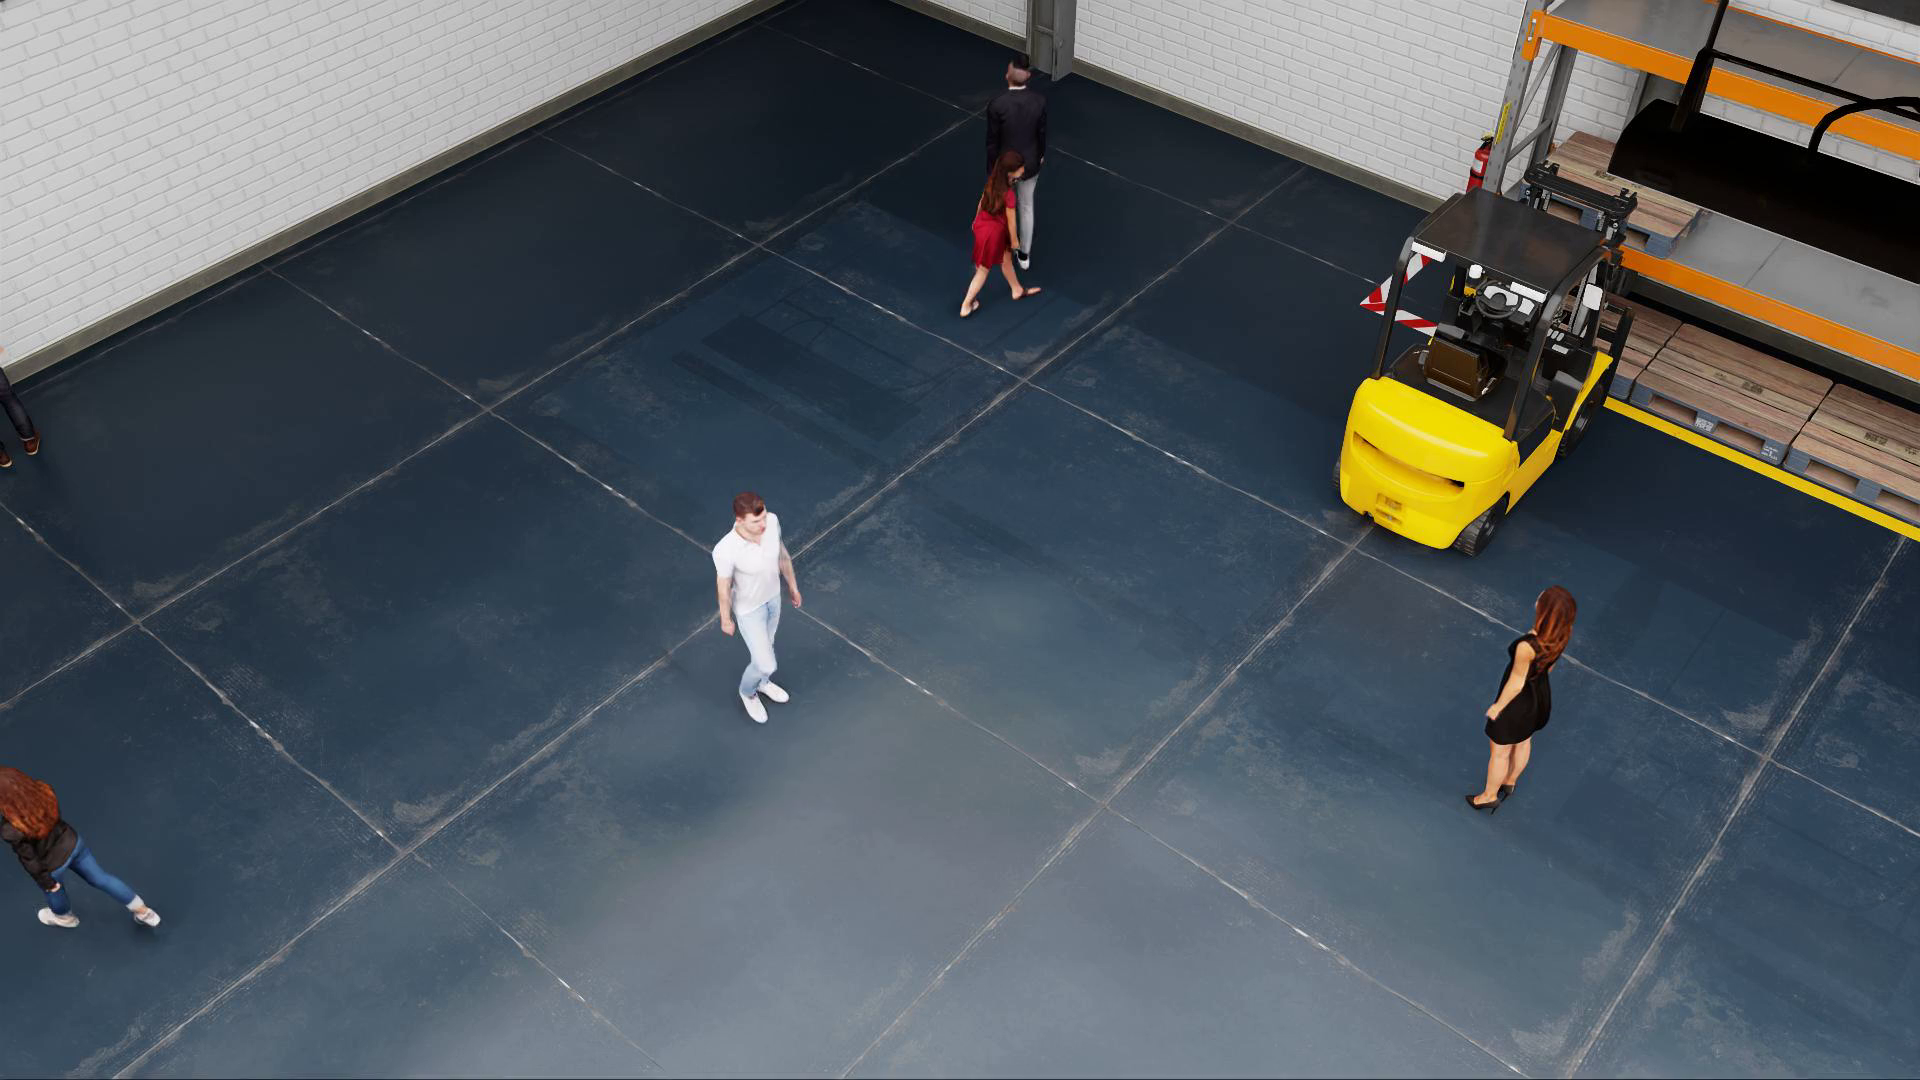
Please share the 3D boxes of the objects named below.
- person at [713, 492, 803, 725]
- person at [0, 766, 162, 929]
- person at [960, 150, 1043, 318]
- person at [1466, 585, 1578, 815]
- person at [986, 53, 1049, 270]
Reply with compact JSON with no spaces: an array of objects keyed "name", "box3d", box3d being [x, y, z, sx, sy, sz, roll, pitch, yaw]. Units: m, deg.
[{"name":"person","box3d":[-1.324,0.342,10.287,0.653,1.838,0.693,25,49,24]},{"name":"person","box3d":[-4.887,1.721,9.117,1.065,1.455,0.857,10,44,10]},{"name":"person","box3d":[0.213,-2.471,13.487,0.930,1.496,0.987,-22,48,-21]},{"name":"person","box3d":[3.260,0.944,9.657,0.631,1.835,0.604,-26,49,-25]},{"name":"person","box3d":[0.503,-3.105,13.837,0.866,1.933,0.909,-8,44,-8]}]
